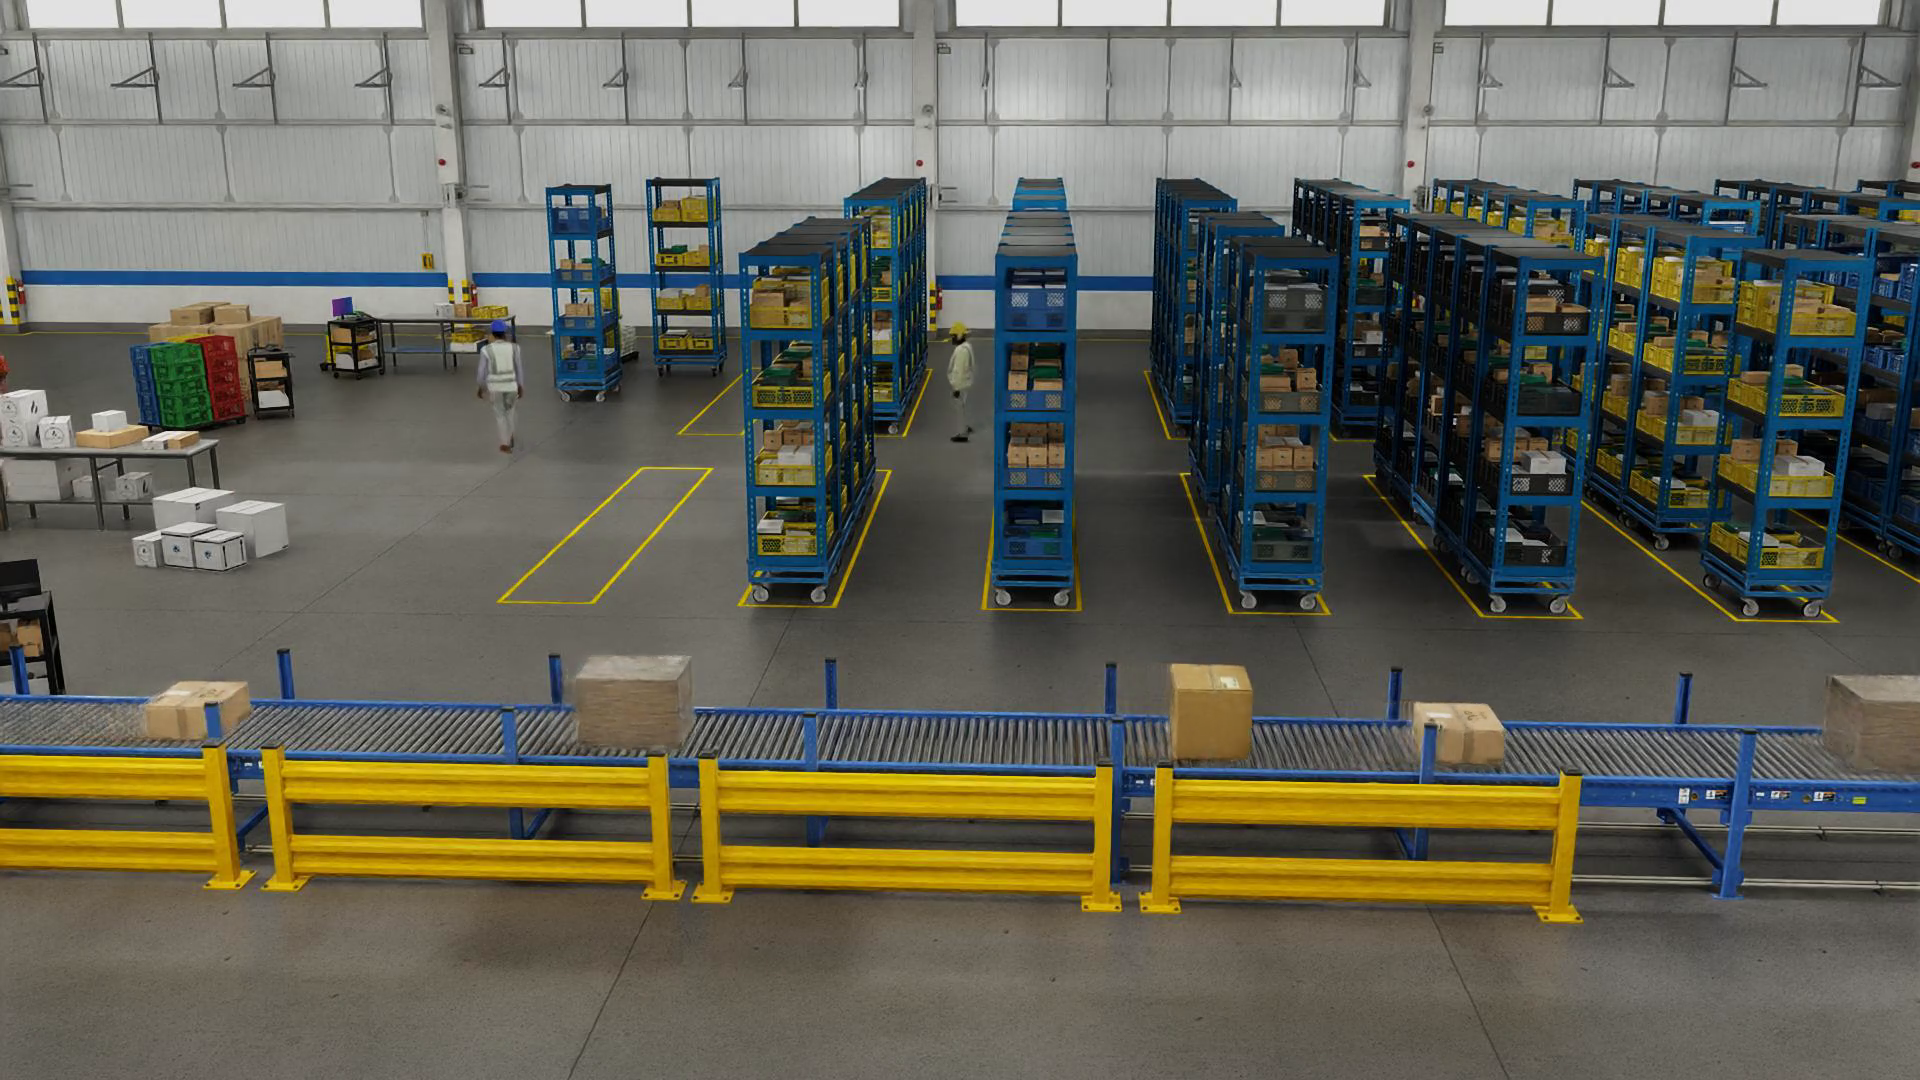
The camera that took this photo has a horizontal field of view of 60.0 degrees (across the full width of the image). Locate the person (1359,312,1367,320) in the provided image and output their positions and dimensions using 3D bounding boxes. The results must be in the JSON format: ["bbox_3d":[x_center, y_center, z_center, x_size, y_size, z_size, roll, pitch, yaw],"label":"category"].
[{"bbox_3d":[7.253,-3.948,30.798,0.583,1.813,0.867,-1,15,-3],"label":"person"}]

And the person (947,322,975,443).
[{"bbox_3d":[0.002,-2.342,24.782,0.430,1.817,0.622,1,15,4],"label":"person"}]

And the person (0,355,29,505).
[{"bbox_3d":[-12.140,-1.366,20.903,0.672,1.957,0.625,-1,15,-5],"label":"person"}]

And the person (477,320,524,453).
[{"bbox_3d":[-6.714,-2.245,24.214,0.622,1.919,0.668,-12,19,-37],"label":"person"}]
